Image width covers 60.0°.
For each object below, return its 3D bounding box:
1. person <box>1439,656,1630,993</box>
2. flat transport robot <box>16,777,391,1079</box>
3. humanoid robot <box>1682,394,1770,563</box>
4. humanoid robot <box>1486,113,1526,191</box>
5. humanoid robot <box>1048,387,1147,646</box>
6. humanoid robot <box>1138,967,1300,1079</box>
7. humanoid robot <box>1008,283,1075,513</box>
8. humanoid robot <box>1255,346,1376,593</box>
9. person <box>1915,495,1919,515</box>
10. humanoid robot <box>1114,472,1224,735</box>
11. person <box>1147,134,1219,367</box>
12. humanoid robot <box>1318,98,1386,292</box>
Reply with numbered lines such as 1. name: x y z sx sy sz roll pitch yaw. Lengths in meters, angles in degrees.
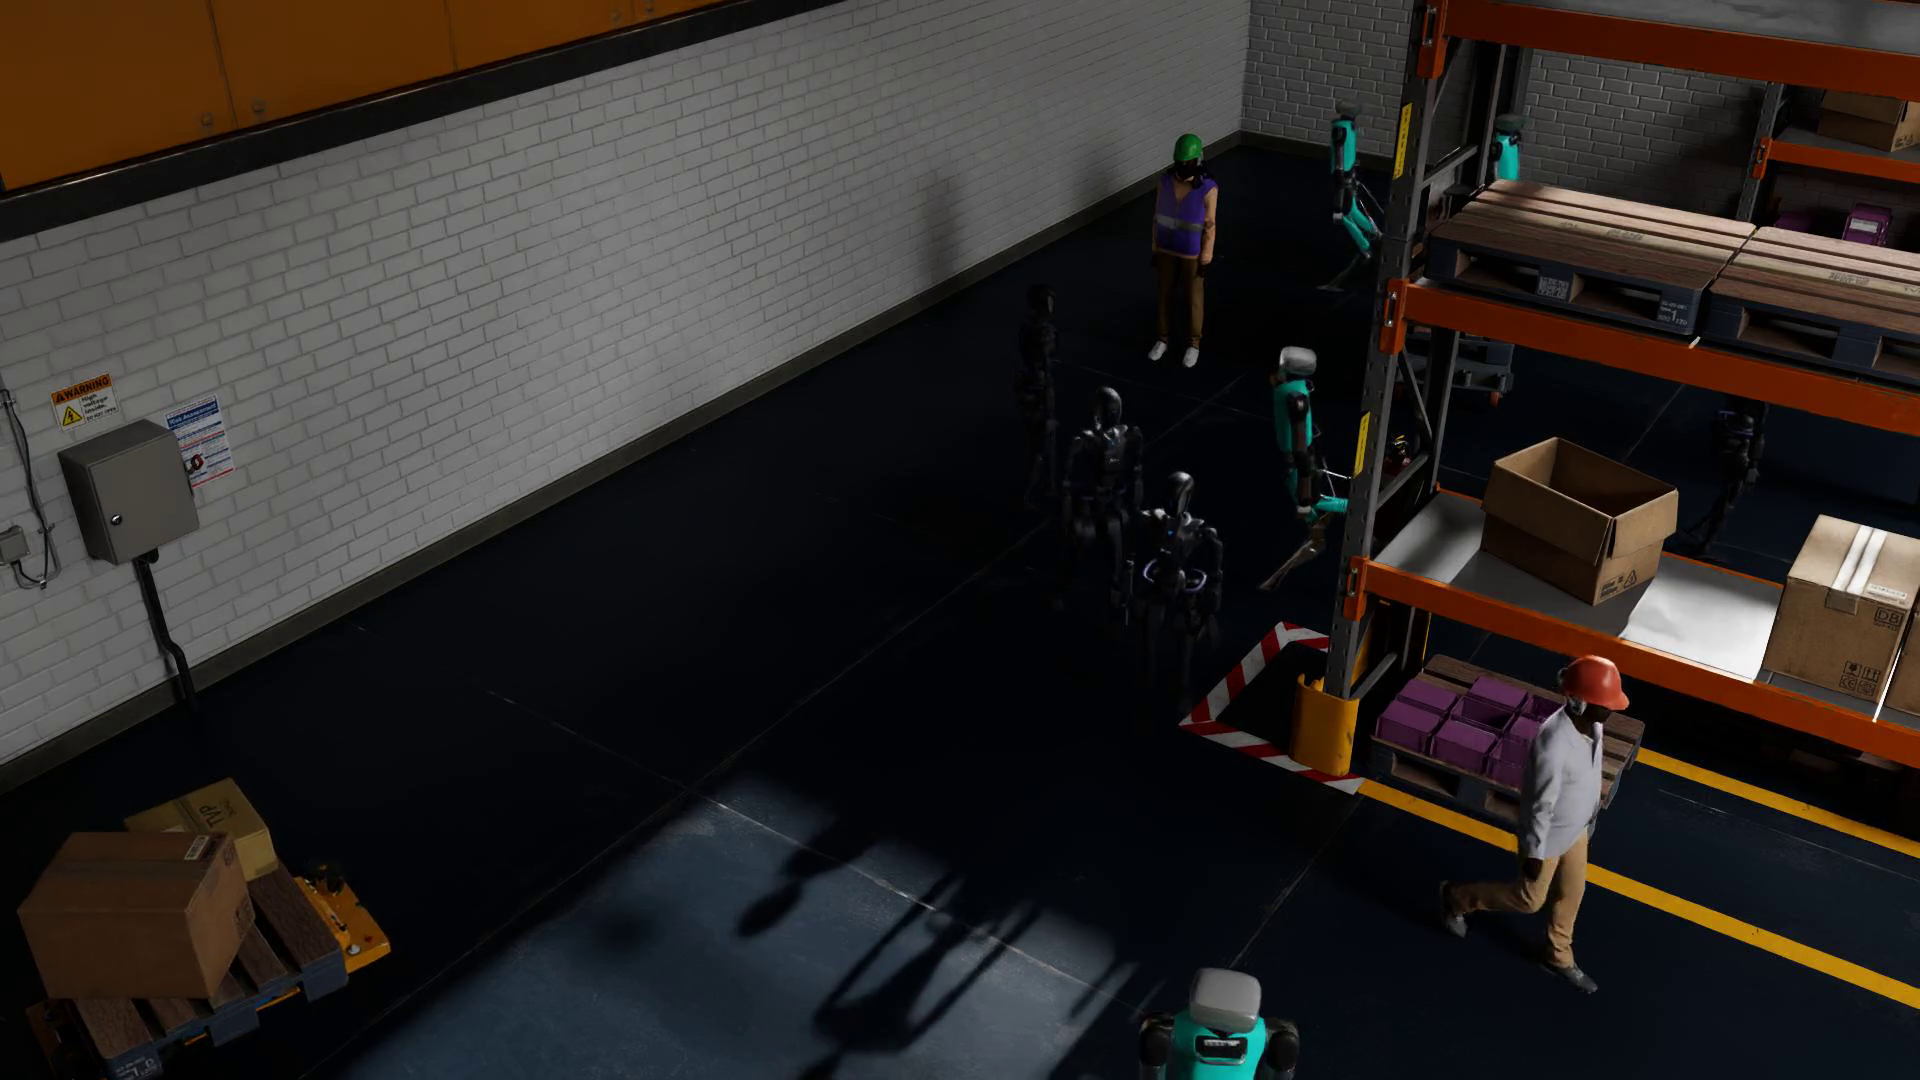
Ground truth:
1. person: 2.621 1.233 7.430 0.568 1.731 0.699 -26 39 -38
2. flat transport robot: -3.430 1.977 7.609 1.431 0.231 0.659 -23 37 -34
3. humanoid robot: 4.986 -0.609 10.683 0.358 1.640 0.608 3 30 5
4. humanoid robot: 4.898 -2.697 14.305 0.925 1.823 0.542 20 36 31
5. humanoid robot: 0.809 -0.179 9.990 0.610 1.647 0.729 -13 32 -21
6. humanoid robot: 0.836 2.364 5.479 0.540 1.759 0.968 2 30 3
7. humanoid robot: 0.584 -0.955 11.290 0.527 1.640 0.616 -5 30 -9
8. humanoid robot: 2.331 -0.360 10.283 0.997 1.784 0.534 -1 30 -1
9. person: 6.809 -0.944 11.094 0.453 1.868 0.600 0 30 0
10. humanoid robot: 1.152 0.323 9.064 0.616 1.636 0.430 13 32 21
11. person: 1.807 -2.352 13.471 0.527 1.924 0.429 17 34 27
12. humanoid robot: 3.688 -2.986 14.774 0.940 1.785 0.548 11 32 18
